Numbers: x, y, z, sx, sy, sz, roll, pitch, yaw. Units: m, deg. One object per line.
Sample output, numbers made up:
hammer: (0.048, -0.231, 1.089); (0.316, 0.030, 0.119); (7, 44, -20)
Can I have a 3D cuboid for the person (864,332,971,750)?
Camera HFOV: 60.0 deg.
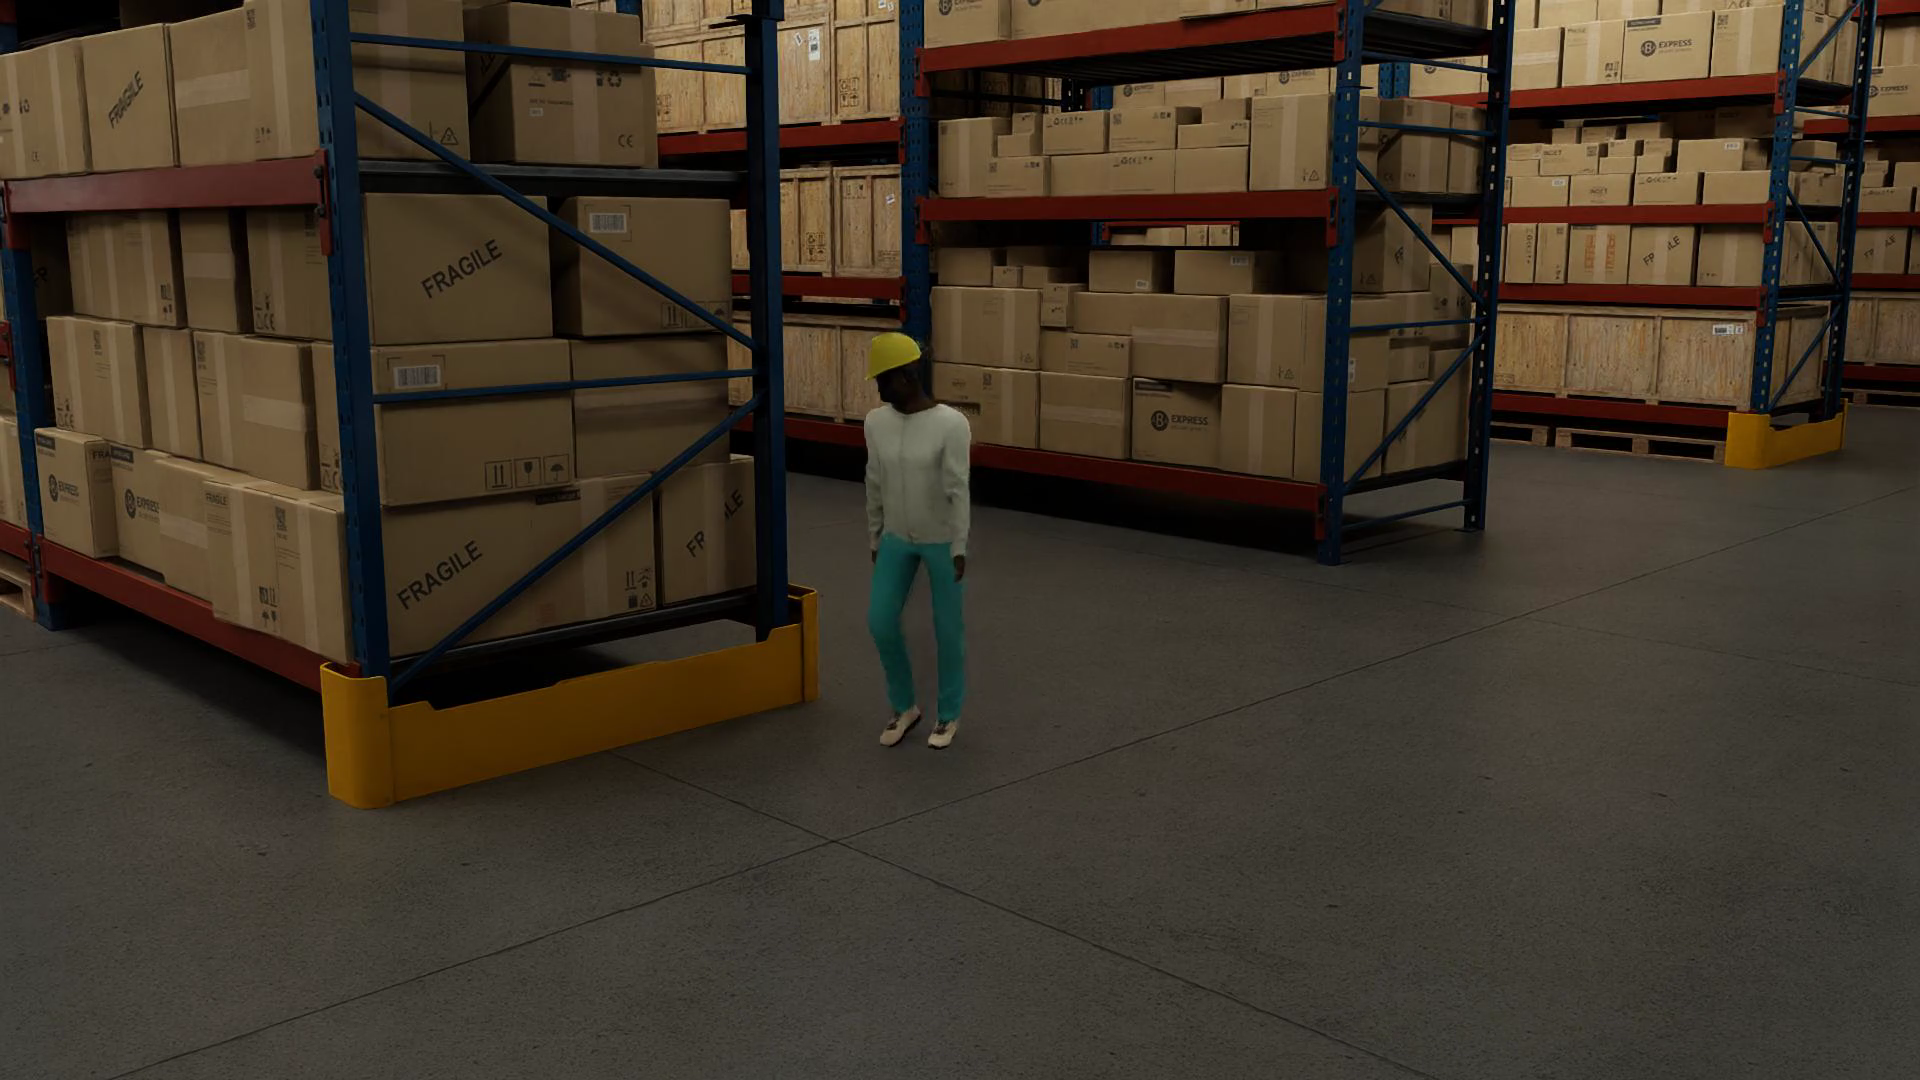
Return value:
person: (-0.172, 0.018, 6.845); (0.554, 1.731, 0.477); (4, 11, 23)
